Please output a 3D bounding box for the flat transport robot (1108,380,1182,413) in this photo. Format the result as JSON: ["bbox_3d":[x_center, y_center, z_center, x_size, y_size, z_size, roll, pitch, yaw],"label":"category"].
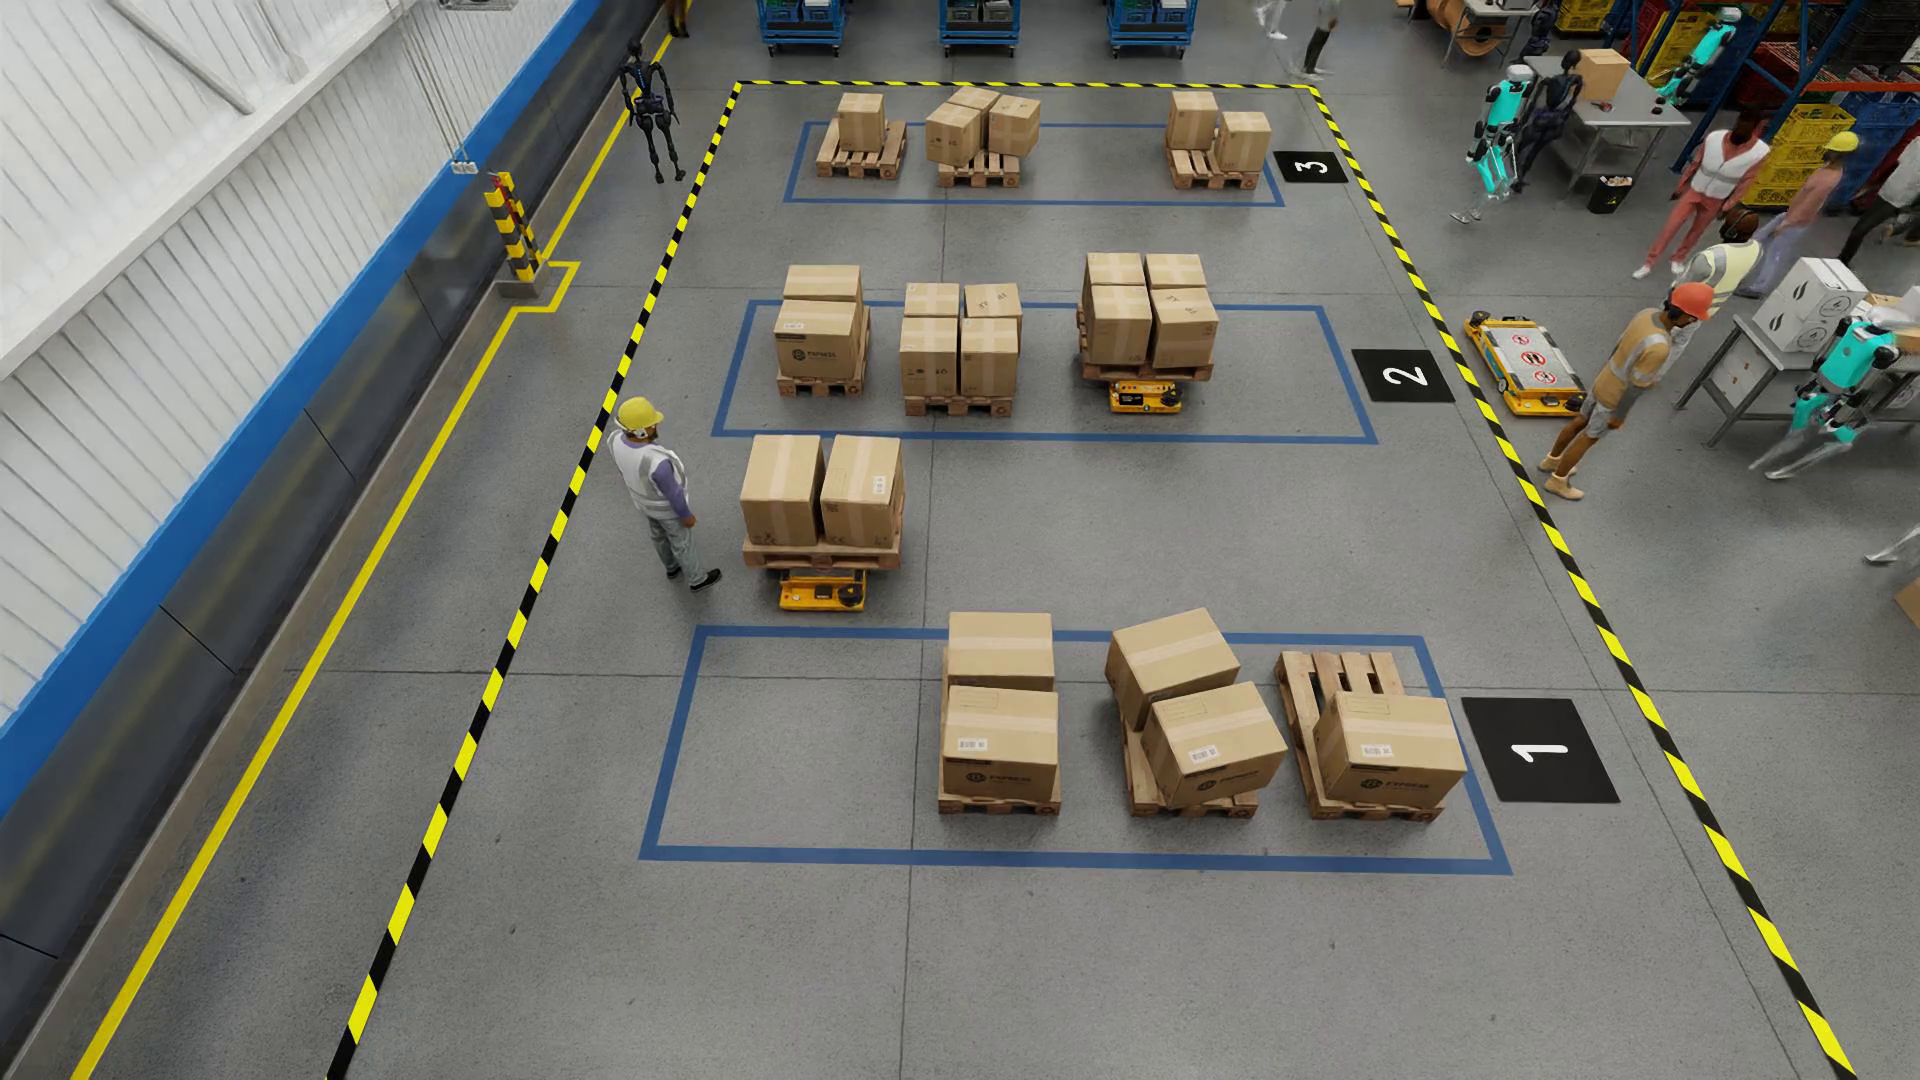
[{"bbox_3d":[1.773,-1.807,9.079,0.652,0.197,1.431,1,49,1],"label":"flat transport robot"}]

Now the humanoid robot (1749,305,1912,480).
[{"bbox_3d":[7.251,-1.106,7.553,0.760,1.831,0.549,-1,49,-1],"label":"humanoid robot"}]

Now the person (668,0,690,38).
[{"bbox_3d":[-4.355,-8.713,14.012,0.630,1.880,0.419,-20,52,-17],"label":"person"}]

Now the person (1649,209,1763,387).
[{"bbox_3d":[6.632,-2.137,8.352,0.628,1.835,0.429,-11,50,-10],"label":"person"}]

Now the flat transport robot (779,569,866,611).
[{"bbox_3d":[-1.067,-0.044,7.553,0.652,0.197,1.431,1,49,1],"label":"flat transport robot"}]

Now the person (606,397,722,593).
[{"bbox_3d":[-2.189,-0.307,6.770,0.586,1.824,0.404,30,55,23],"label":"person"}]

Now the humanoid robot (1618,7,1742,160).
[{"bbox_3d":[8.880,-5.718,11.504,0.894,1.740,0.550,7,49,6],"label":"humanoid robot"}]

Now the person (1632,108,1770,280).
[{"bbox_3d":[7.842,-3.629,9.629,0.593,1.868,0.721,36,58,27],"label":"person"}]

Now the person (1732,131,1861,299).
[{"bbox_3d":[8.491,-3.314,9.426,0.556,1.739,0.559,24,53,19],"label":"person"}]

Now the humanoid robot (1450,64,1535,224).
[{"bbox_3d":[6.022,-4.308,10.202,0.533,1.677,0.735,-11,50,-10],"label":"humanoid robot"}]

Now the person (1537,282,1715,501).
[{"bbox_3d":[5.328,-1.190,7.398,0.400,2.033,0.607,14,51,12],"label":"person"}]

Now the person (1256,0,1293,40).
[{"bbox_3d":[4.972,-8.698,14.020,0.510,1.846,0.554,24,53,19],"label":"person"}]

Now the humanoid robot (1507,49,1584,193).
[{"bbox_3d":[6.925,-4.907,10.847,0.603,1.641,0.401,-4,49,-3],"label":"humanoid robot"}]

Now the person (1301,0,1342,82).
[{"bbox_3d":[5.288,-7.542,13.014,0.395,1.850,0.596,5,49,4],"label":"person"}]

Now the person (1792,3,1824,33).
[{"bbox_3d":[12.627,-8.065,13.543,0.308,1.735,0.484,-2,49,-2],"label":"person"}]

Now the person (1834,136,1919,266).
[{"bbox_3d":[9.593,-3.539,9.547,0.501,1.848,0.584,0,49,0],"label":"person"}]

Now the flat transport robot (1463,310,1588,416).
[{"bbox_3d":[5.573,-1.757,9.054,0.659,0.231,1.431,1,49,1],"label":"flat transport robot"}]

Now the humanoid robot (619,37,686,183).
[{"bbox_3d":[-3.733,-5.173,11.071,0.599,1.655,0.315,-7,49,-6],"label":"humanoid robot"}]

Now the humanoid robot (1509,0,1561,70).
[{"bbox_3d":[7.570,-6.451,12.176,0.315,1.657,0.599,37,58,27],"label":"humanoid robot"}]

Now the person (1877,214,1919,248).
[{"bbox_3d":[10.832,-3.964,9.942,0.670,1.822,0.526,4,49,3],"label":"person"}]

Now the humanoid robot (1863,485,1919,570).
[{"bbox_3d":[7.673,-0.309,6.893,0.738,1.899,0.551,-4,49,-3],"label":"humanoid robot"}]
